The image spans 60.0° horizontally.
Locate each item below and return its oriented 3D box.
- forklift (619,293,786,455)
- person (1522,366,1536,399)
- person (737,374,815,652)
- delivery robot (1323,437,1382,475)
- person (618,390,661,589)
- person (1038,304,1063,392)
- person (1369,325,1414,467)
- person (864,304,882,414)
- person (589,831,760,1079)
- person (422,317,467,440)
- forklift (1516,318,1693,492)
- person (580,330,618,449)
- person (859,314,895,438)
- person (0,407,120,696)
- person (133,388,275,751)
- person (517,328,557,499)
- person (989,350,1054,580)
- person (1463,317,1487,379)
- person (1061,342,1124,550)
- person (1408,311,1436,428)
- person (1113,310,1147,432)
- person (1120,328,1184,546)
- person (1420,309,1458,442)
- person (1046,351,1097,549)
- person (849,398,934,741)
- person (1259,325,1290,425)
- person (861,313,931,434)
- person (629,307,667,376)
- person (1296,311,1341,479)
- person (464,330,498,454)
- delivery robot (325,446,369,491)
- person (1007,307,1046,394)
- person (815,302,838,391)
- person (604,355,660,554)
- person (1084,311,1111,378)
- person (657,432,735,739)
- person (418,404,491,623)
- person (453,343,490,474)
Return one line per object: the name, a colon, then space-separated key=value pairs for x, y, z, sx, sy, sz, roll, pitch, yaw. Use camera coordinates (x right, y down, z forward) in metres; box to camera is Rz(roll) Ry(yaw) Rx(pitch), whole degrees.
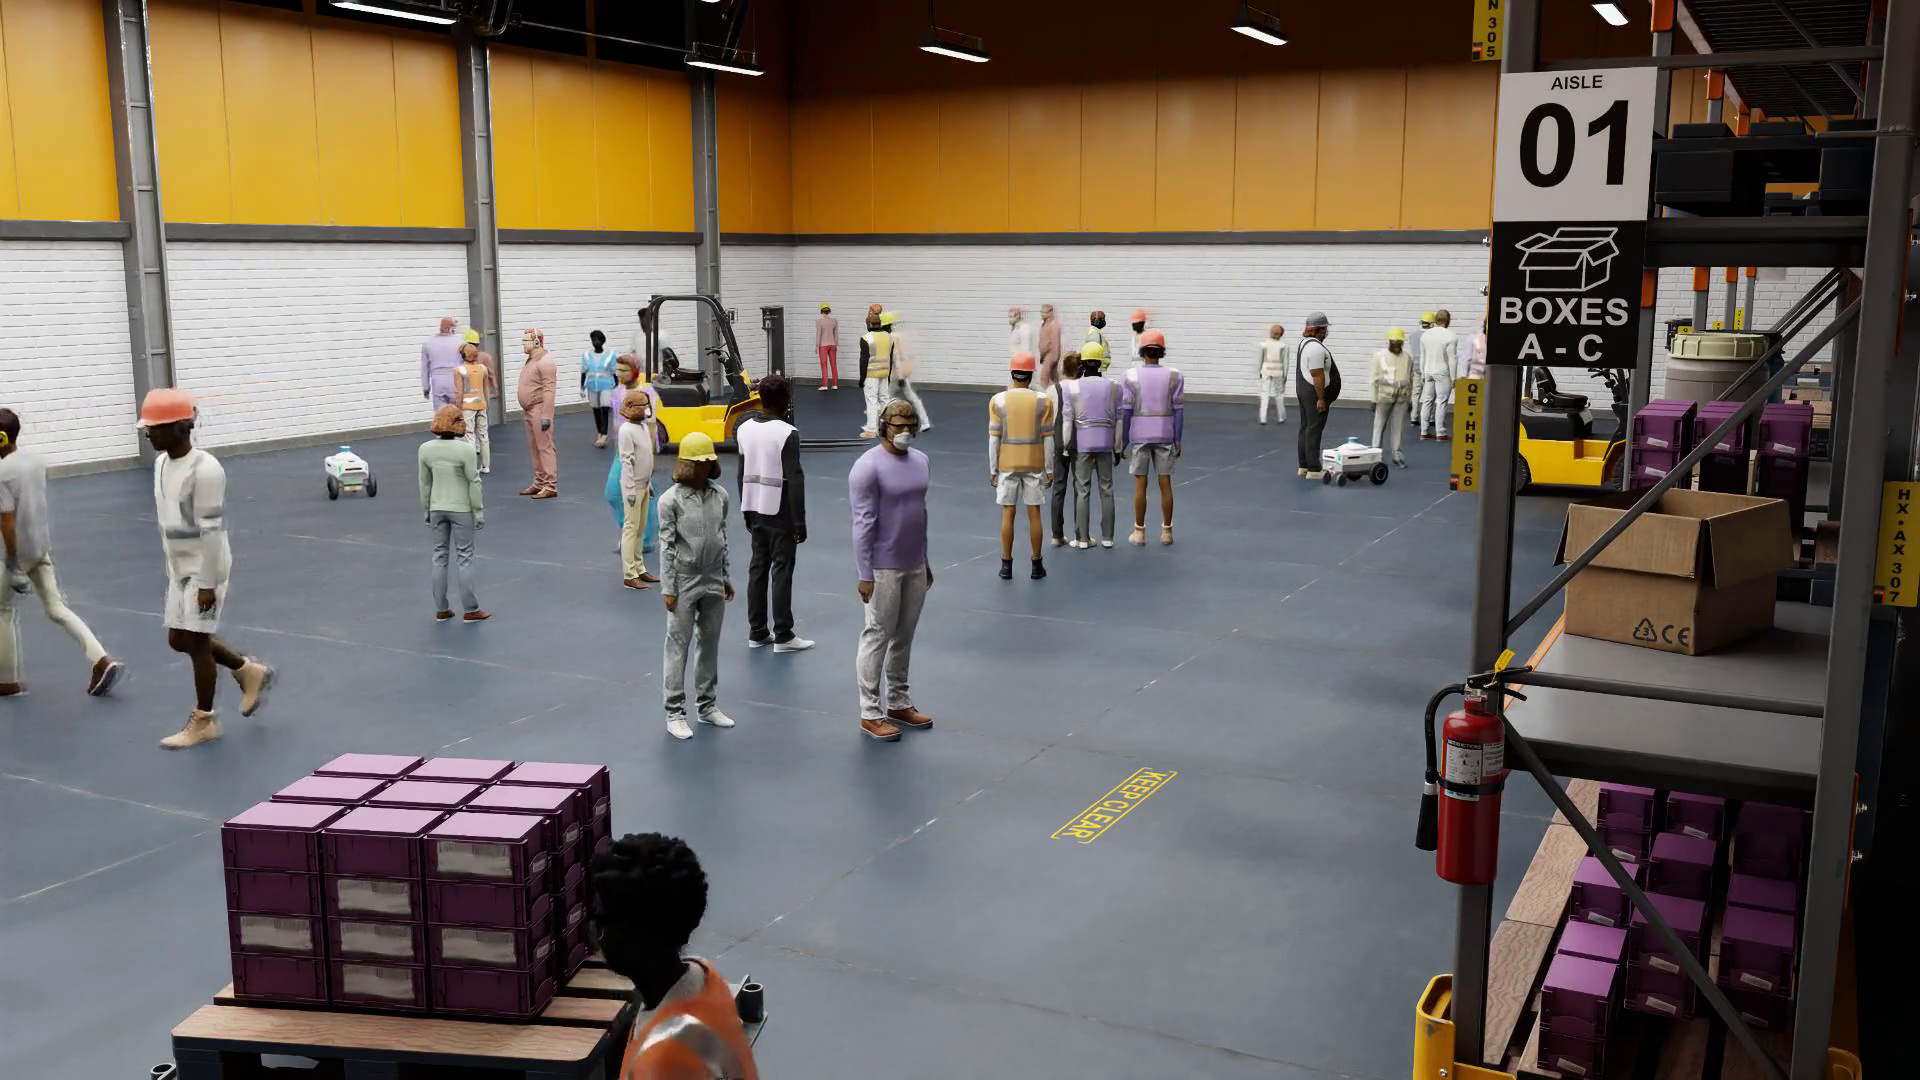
forklift: x=-3.588 y=-2.317 z=23.042 sx=2.313 sy=2.155 sz=1.214 roll=-1 pitch=10 yaw=-5
person: x=7.559 y=-2.046 z=22.381 sx=0.356 sy=1.883 sz=0.573 roll=-1 pitch=10 yaw=-6
person: x=-1.293 y=-0.182 z=11.478 sx=0.596 sy=1.918 sz=0.380 roll=9 pitch=13 yaw=41
delivery robot: x=4.657 y=-0.975 z=19.746 sx=0.707 sy=0.478 sz=0.477 roll=-5 pitch=11 yaw=-28
person: x=-2.643 y=-0.421 z=13.687 sx=0.280 sy=1.634 sz=0.498 roll=1 pitch=10 yaw=8
person: x=1.686 y=-3.243 z=29.407 sx=0.776 sy=1.862 sz=0.756 roll=-2 pitch=10 yaw=-14
person: x=5.554 y=-1.847 z=21.384 sx=0.600 sy=1.831 sz=0.404 roll=-1 pitch=10 yaw=-8
person: x=-1.422 y=-3.042 z=28.149 sx=0.355 sy=1.882 sz=0.575 roll=-3 pitch=10 yaw=-18
person: x=-0.513 y=1.382 z=3.189 sx=0.516 sy=1.656 sz=0.573 roll=-2 pitch=10 yaw=-12
person: x=-6.912 y=-2.060 z=22.459 sx=0.727 sy=1.889 sz=0.453 roll=1 pitch=10 yaw=8
forklift: x=7.066 y=-1.601 z=18.899 sx=2.313 sy=2.155 sz=1.214 roll=5 pitch=11 yaw=27
person: x=-5.120 y=-2.136 z=23.561 sx=0.545 sy=1.653 sz=0.791 roll=1 pitch=10 yaw=7
person: x=-1.273 y=-2.439 z=24.780 sx=0.429 sy=1.842 sz=0.626 roll=10 pitch=14 yaw=44
person: x=-5.680 y=0.087 z=10.190 sx=0.892 sy=1.832 sz=0.531 roll=2 pitch=10 yaw=10
person: x=-4.217 y=0.147 z=9.317 sx=0.612 sy=2.019 sz=0.664 roll=7 pitch=12 yaw=37
person: x=-4.761 y=-1.421 z=18.689 sx=0.409 sy=1.907 sz=0.651 roll=-7 pitch=12 yaw=-34
person: x=0.516 y=-0.629 z=14.011 sx=0.552 sy=1.936 sz=0.358 roll=0 pitch=10 yaw=2
person: x=7.882 y=-2.434 z=24.857 sx=0.637 sy=1.801 sz=0.878 roll=0 pitch=10 yaw=-2
person: x=1.222 y=-0.870 z=15.434 sx=0.585 sy=1.928 sz=0.378 roll=-2 pitch=10 yaw=-10
person: x=7.359 y=-2.691 z=26.264 sx=0.404 sy=1.827 sz=0.600 roll=-9 pitch=13 yaw=-41
person: x=2.762 y=-2.570 z=25.440 sx=0.969 sy=1.880 sz=0.531 roll=-7 pitch=12 yaw=-36
person: x=1.792 y=-0.962 z=15.636 sx=0.608 sy=2.045 sz=0.392 roll=0 pitch=10 yaw=-3
person: x=6.987 y=-2.395 z=24.275 sx=0.378 sy=1.934 sz=0.634 roll=-7 pitch=12 yaw=-34
person: x=1.039 y=-0.836 z=15.480 sx=0.517 sy=1.843 sz=0.326 roll=5 pitch=11 yaw=27
person: x=-0.375 y=0.156 z=9.470 sx=0.351 sy=1.935 sz=0.635 roll=7 pitch=12 yaw=35
person: x=5.034 y=-2.648 z=26.697 sx=0.520 sy=1.596 sz=0.830 roll=4 pitch=10 yaw=21
person: x=-0.946 y=-2.533 z=25.322 sx=1.052 sy=1.853 sz=0.646 roll=1 pitch=10 yaw=7
person: x=-4.676 y=-2.500 z=24.877 sx=0.640 sy=1.963 sz=0.529 roll=5 pitch=11 yaw=26
person: x=4.381 y=-1.773 z=20.337 sx=0.537 sy=2.000 sz=0.682 roll=-1 pitch=10 yaw=-5
person: x=-6.701 y=-2.055 z=22.961 sx=0.583 sy=1.696 sz=0.967 roll=0 pitch=10 yaw=2
delivery robot: x=-6.931 y=-0.814 z=18.790 sx=0.477 sy=0.478 sz=0.707 roll=-5 pitch=11 yaw=-32
person: x=1.143 y=-3.032 z=28.249 sx=0.965 sy=1.846 sz=0.650 roll=-4 pitch=11 yaw=-23
person: x=-2.673 y=-3.865 z=33.256 sx=0.528 sy=1.764 sz=0.328 roll=-7 pitch=12 yaw=-37
person: x=-2.990 y=-0.760 z=15.063 sx=0.595 sy=1.831 sz=0.531 roll=8 pitch=12 yaw=38
person: x=2.165 y=-2.688 z=26.213 sx=0.429 sy=1.844 sz=0.626 roll=0 pitch=10 yaw=-1
person: x=-1.483 y=0.251 z=9.489 sx=0.309 sy=1.743 sz=0.494 roll=9 pitch=13 yaw=41
person: x=-3.776 y=-0.197 z=12.388 sx=0.498 sy=1.634 sz=0.282 roll=3 pitch=10 yaw=16
person: x=-6.024 y=-1.606 z=20.532 sx=0.308 sy=1.640 sz=0.511 roll=6 pitch=12 yaw=32
